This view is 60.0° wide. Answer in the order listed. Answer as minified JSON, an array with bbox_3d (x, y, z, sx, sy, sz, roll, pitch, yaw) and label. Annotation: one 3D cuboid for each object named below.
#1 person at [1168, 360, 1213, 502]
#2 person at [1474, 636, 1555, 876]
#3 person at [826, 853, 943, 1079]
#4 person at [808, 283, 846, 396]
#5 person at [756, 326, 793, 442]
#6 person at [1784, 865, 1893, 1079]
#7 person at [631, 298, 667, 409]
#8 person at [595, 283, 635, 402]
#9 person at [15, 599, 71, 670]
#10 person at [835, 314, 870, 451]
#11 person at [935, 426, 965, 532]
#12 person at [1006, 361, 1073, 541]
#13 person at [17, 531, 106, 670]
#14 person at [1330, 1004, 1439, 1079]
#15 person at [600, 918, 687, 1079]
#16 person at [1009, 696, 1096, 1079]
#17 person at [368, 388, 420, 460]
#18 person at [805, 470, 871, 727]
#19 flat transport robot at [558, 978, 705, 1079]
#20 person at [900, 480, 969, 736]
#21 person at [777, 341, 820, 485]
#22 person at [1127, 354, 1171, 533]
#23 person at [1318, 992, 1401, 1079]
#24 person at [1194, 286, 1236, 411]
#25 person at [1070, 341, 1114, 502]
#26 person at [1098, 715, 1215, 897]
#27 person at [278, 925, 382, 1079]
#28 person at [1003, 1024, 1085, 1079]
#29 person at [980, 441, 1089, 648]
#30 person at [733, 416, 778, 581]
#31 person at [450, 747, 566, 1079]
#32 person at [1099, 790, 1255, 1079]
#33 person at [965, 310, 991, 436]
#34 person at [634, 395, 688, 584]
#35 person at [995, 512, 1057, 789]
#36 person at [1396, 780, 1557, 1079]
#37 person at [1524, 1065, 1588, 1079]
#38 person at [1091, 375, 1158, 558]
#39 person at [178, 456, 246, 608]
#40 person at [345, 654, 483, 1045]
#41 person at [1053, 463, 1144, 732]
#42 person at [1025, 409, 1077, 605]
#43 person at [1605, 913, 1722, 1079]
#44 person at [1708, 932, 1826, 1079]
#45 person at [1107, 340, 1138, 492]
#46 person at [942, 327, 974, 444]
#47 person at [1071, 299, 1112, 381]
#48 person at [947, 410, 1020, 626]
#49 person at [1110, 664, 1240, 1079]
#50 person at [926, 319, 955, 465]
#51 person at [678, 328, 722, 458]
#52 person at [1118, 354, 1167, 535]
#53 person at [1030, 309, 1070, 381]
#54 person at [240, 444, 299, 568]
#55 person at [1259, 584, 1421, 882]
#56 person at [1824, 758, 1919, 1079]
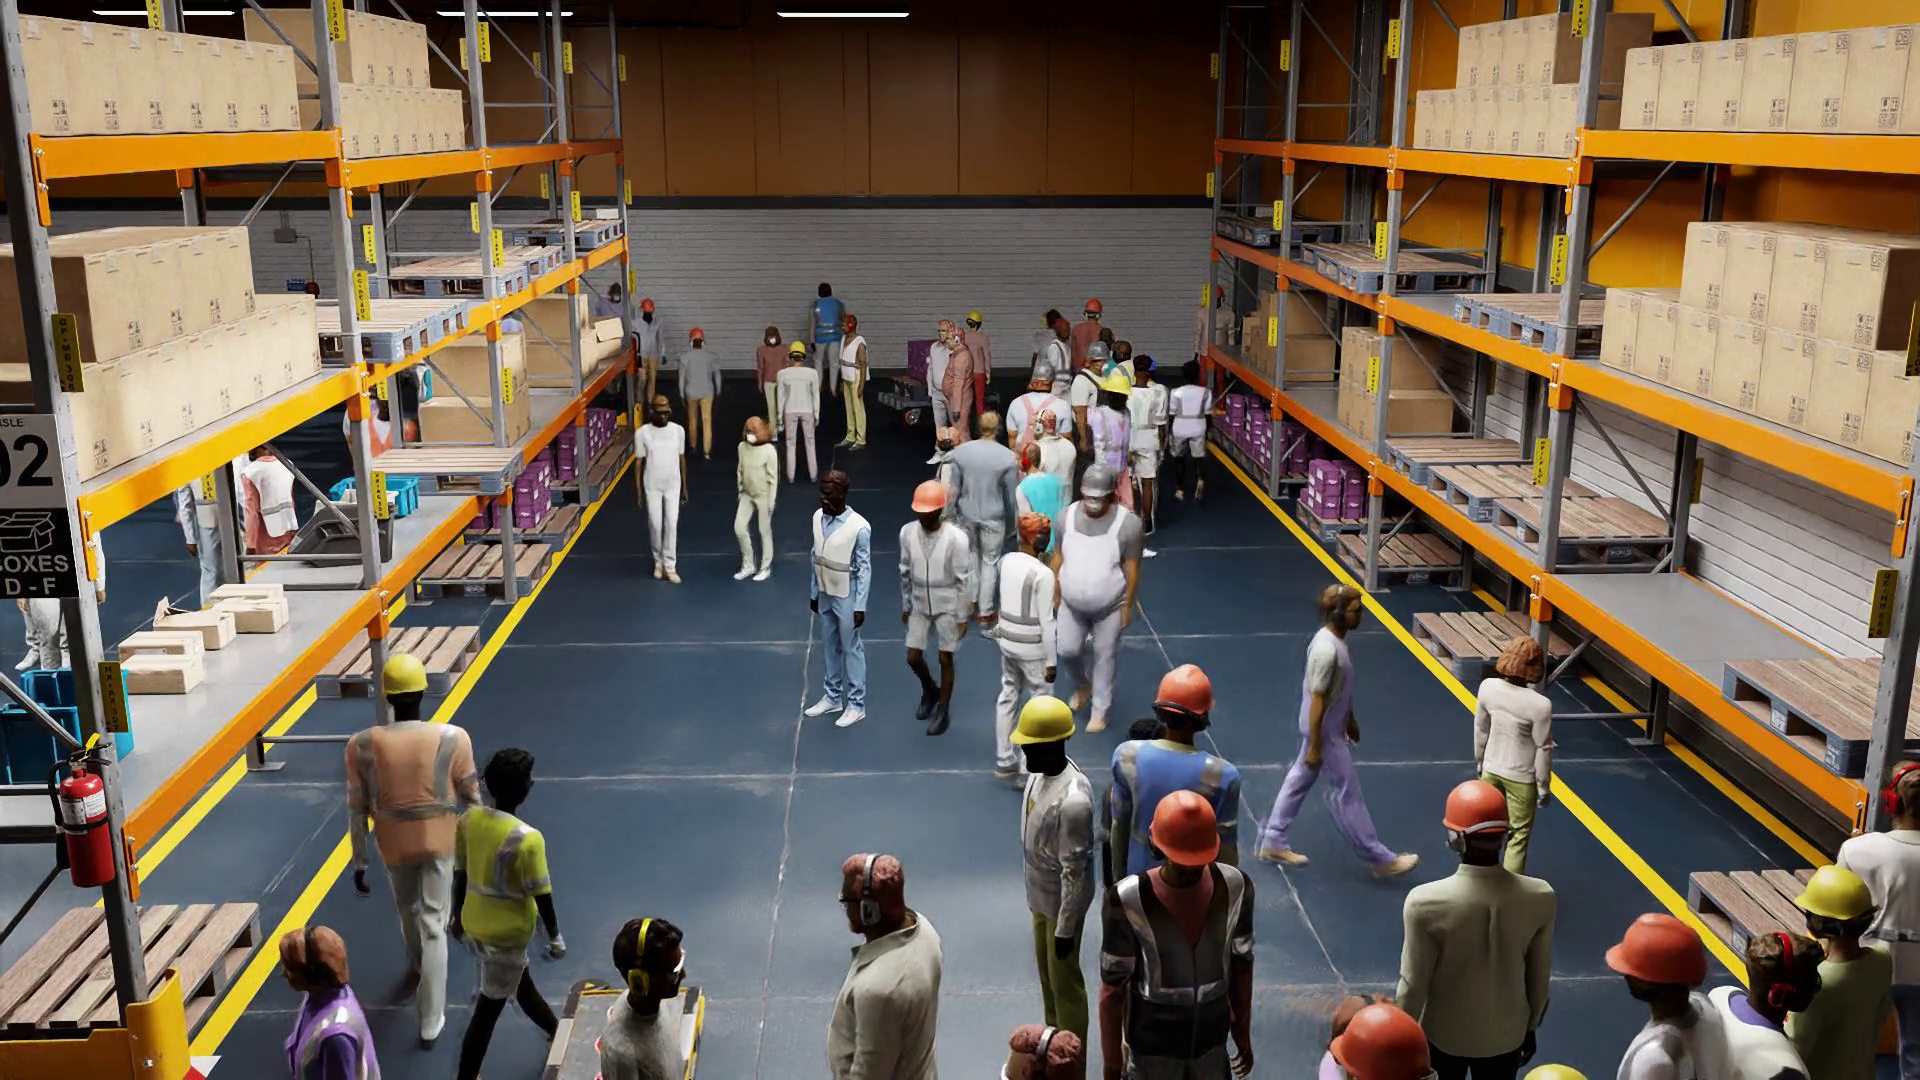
[{"bbox_3d":[2.675,-1.246,19.326,0.541,1.677,0.635,-1,14,-4],"label":"person"},{"bbox_3d":[3.098,1.326,9.326,0.278,1.633,0.507,-9,17,-32],"label":"person"},{"bbox_3d":[-0.281,2.031,6.049,0.400,1.895,0.654,3,15,11],"label":"person"},{"bbox_3d":[-2.165,-3.257,26.966,0.628,1.818,0.738,-3,15,-13],"label":"person"},{"bbox_3d":[-2.584,-2.199,23.201,0.506,1.601,0.540,-3,15,-12],"label":"person"},{"bbox_3d":[3.217,2.053,6.228,0.528,1.761,0.339,-7,16,-26],"label":"person"},{"bbox_3d":[-4.800,-2.860,25.576,0.572,1.725,0.480,-9,17,-32],"label":"person"},{"bbox_3d":[-5.452,-3.129,26.332,0.640,1.873,0.895,-2,14,-6],"label":"person"},{"bbox_3d":[-7.512,0.128,13.492,0.585,1.910,0.394,3,15,10],"label":"person"},{"bbox_3d":[-1.435,-2.135,22.500,0.393,1.839,0.563,-9,17,-30],"label":"person"},{"bbox_3d":[-0.079,-0.253,15.528,0.314,1.632,0.516,3,15,12],"label":"person"},{"bbox_3d":[0.846,-0.814,16.913,0.688,2.000,0.536,6,15,21],"label":"person"},{"bbox_3d":[-6.801,0.352,12.574,0.635,1.932,0.363,-7,16,-27],"label":"person"},{"bbox_3d":[1.203,2.279,4.865,0.611,1.995,0.375,-11,18,-38],"label":"person"},{"bbox_3d":[-1.032,2.143,5.655,0.315,1.866,0.533,0,14,0],"label":"person"},{"bbox_3d":[0.415,1.624,7.591,0.396,1.920,0.587,-3,15,-13],"label":"person"},{"bbox_3d":[-5.577,-0.606,16.326,0.637,1.928,0.594,-1,14,-3],"label":"person"},{"bbox_3d":[-0.888,0.417,12.327,0.587,1.920,0.392,14,20,43],"label":"person"},{"bbox_3d":[-1.558,2.442,7.659,0.652,0.197,1.431,-1,14,-4],"label":"flat transport robot"},{"bbox_3d":[-0.192,0.488,12.057,0.563,1.917,0.487,5,15,20],"label":"person"},{"bbox_3d":[-1.975,-1.560,20.394,0.532,1.766,0.322,-2,14,-6],"label":"person"},{"bbox_3d":[2.022,-1.040,18.003,0.416,1.943,0.623,13,19,41],"label":"person"},{"bbox_3d":[1.292,2.270,5.677,0.825,1.600,0.523,1,14,2],"label":"person"},{"bbox_3d":[3.784,-2.800,24.804,0.611,1.995,0.380,4,15,16],"label":"person"},{"bbox_3d":[1.506,-1.202,18.437,0.535,2.000,0.681,8,16,27],"label":"person"},{"bbox_3d":[0.943,1.643,7.964,0.572,1.675,0.392,2,14,8],"label":"person"},{"bbox_3d":[-2.255,2.160,6.066,0.320,1.624,0.530,-7,16,-25],"label":"person"},{"bbox_3d":[0.255,2.314,4.924,0.400,1.900,0.652,3,15,12],"label":"person"},{"bbox_3d":[0.667,0.057,14.018,0.997,1.789,0.569,10,17,35],"label":"person"},{"bbox_3d":[-2.000,-0.385,16.042,0.533,1.618,0.461,9,17,33],"label":"person"},{"bbox_3d":[-2.027,1.748,7.616,0.556,1.640,0.879,13,19,41],"label":"person"},{"bbox_3d":[0.833,1.892,6.320,0.612,2.031,0.403,-4,15,-14],"label":"person"},{"bbox_3d":[0.199,-2.367,23.559,0.533,1.767,0.326,6,16,23],"label":"person"},{"bbox_3d":[-2.892,-0.500,16.095,0.524,1.837,0.529,-7,16,-25],"label":"person"},{"bbox_3d":[0.447,0.736,11.170,0.355,1.879,0.597,-10,17,-34],"label":"person"},{"bbox_3d":[1.964,1.881,6.440,0.608,1.988,0.387,-2,14,-8],"label":"person"},{"bbox_3d":[1.641,2.352,4.739,0.580,1.919,0.387,3,15,11],"label":"person"},{"bbox_3d":[1.580,-0.756,17.030,0.589,1.873,0.968,-12,19,-39],"label":"person"},{"bbox_3d":[-6.442,-0.100,14.387,0.391,1.905,0.599,9,17,33],"label":"person"},{"bbox_3d":[-2.688,1.465,8.287,0.615,1.871,0.976,-3,15,-11],"label":"person"},{"bbox_3d":[0.981,0.406,12.124,0.683,2.000,0.540,5,15,19],"label":"person"},{"bbox_3d":[0.766,-0.241,14.957,0.398,1.900,0.646,12,19,40],"label":"person"},{"bbox_3d":[2.311,2.128,5.585,0.391,1.934,0.558,12,19,39],"label":"person"},{"bbox_3d":[2.611,2.167,5.600,0.373,1.843,0.571,0,14,0],"label":"person"},{"bbox_3d":[1.948,-1.476,19.938,0.430,1.837,0.629,10,17,35],"label":"person"},{"bbox_3d":[-0.031,-1.709,20.725,0.401,1.899,0.636,2,14,7],"label":"person"},{"bbox_3d":[1.820,-2.340,23.033,0.607,1.987,0.414,6,15,22],"label":"person"},{"bbox_3d":[0.238,-0.202,14.751,0.671,1.917,0.510,6,16,23],"label":"person"},{"bbox_3d":[0.981,1.553,7.643,0.608,2.037,0.408,7,16,26],"label":"person"},{"bbox_3d":[-0.171,-1.884,21.383,0.651,1.906,0.403,11,18,36],"label":"person"},{"bbox_3d":[-3.457,-1.967,22.118,0.586,1.702,0.915,-4,15,-15],"label":"person"},{"bbox_3d":[1.928,-1.023,17.911,0.599,1.958,0.377,4,15,16],"label":"person"},{"bbox_3d":[1.236,-2.250,22.950,0.554,1.855,0.370,2,14,7],"label":"person"},{"bbox_3d":[-5.860,-0.049,14.181,0.405,1.909,0.597,3,15,13],"label":"person"},{"bbox_3d":[2.238,1.127,9.777,0.960,1.796,0.521,3,15,13],"label":"person"},{"bbox_3d":[3.924,1.825,6.971,0.579,1.836,0.392,3,15,10],"label":"person"}]
